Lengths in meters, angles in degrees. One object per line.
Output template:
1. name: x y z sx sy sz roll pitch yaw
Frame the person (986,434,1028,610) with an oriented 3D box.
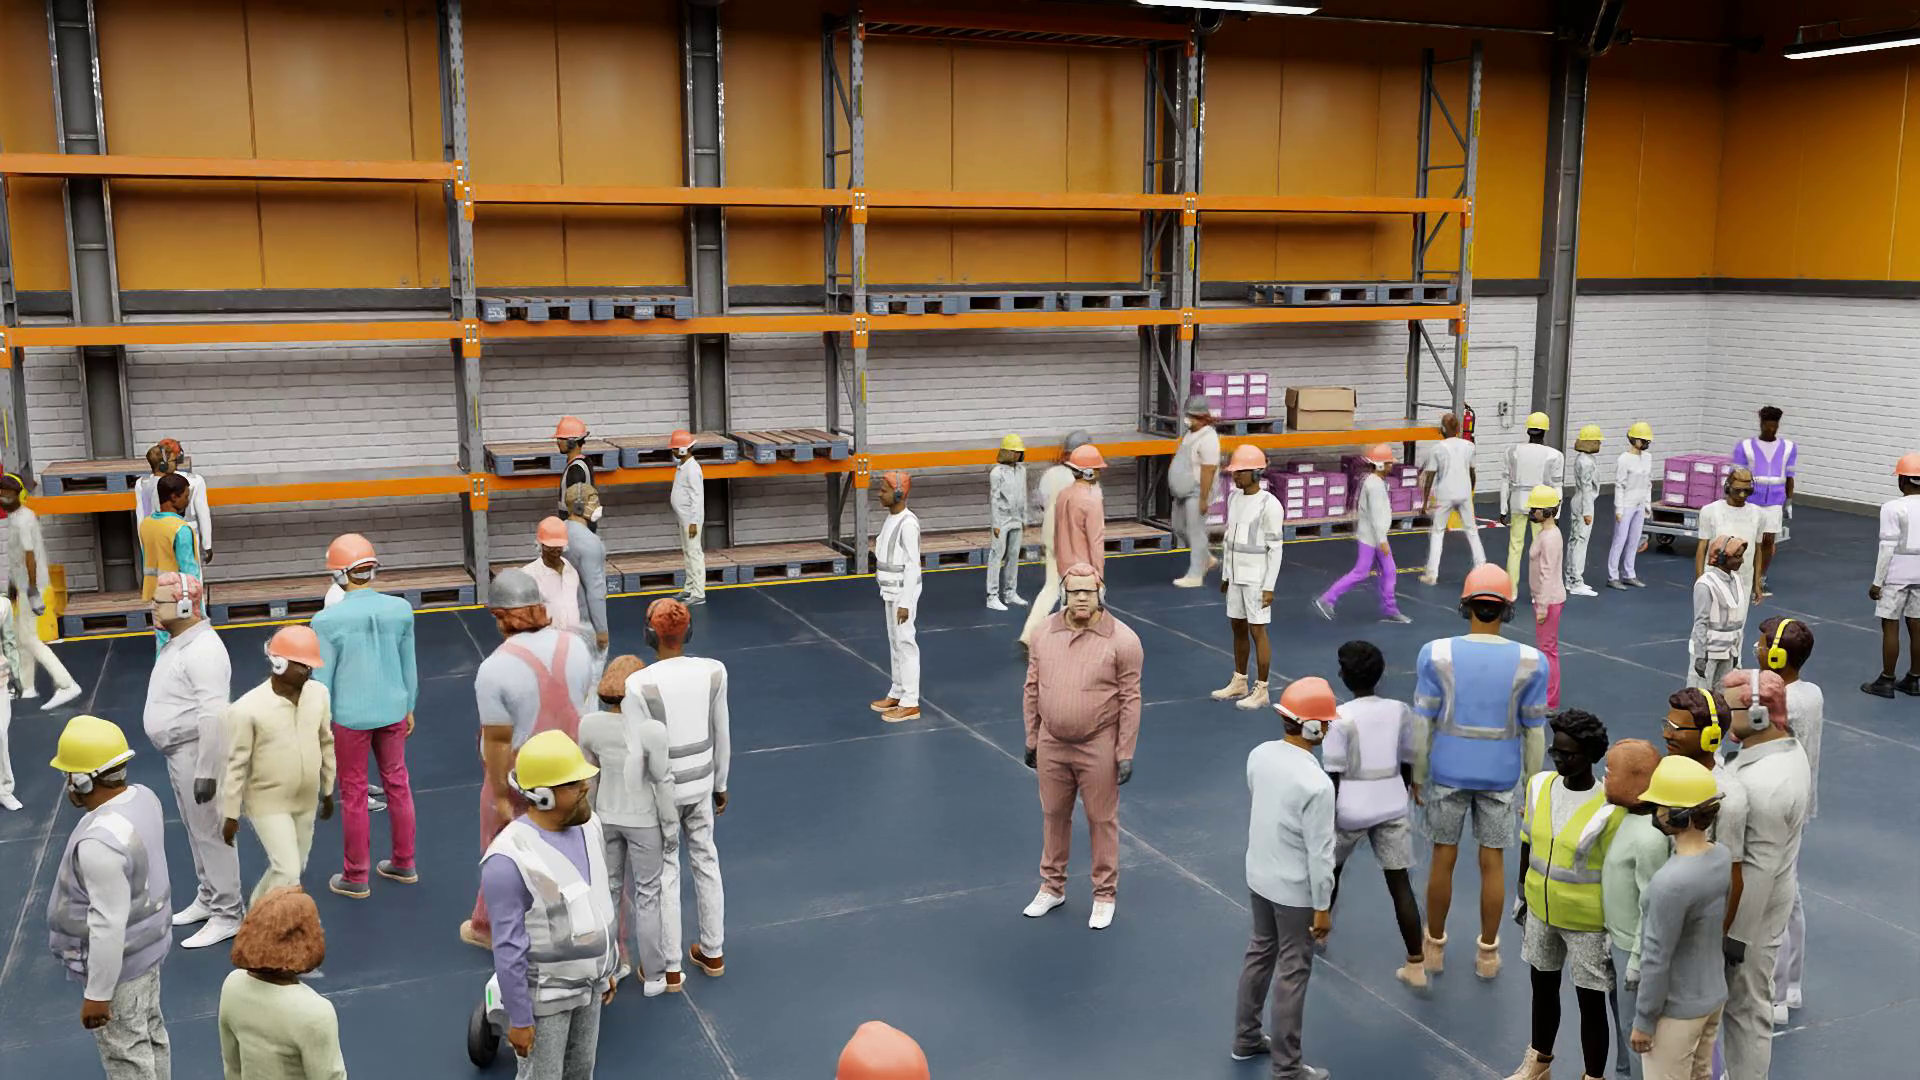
1. person: 0.492 -0.180 16.342 0.343 1.736 0.484 9 13 42

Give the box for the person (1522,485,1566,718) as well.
1. person: 4.401 0.460 12.588 0.349 1.758 0.521 3 10 16

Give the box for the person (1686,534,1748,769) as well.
1. person: 5.063 0.771 11.158 0.514 1.634 0.312 -7 12 -36

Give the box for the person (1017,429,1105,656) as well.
1. person: 0.925 0.014 14.332 0.976 2.000 0.682 -9 14 -43

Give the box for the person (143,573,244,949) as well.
1. person: -3.905 1.102 8.439 0.403 1.910 0.651 -7 12 -34

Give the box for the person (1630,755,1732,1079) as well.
1. person: 2.515 1.624 5.879 0.516 1.758 0.336 -9 14 -43

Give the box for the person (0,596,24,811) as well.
1. person: -6.103 0.912 10.316 0.310 1.638 0.523 9 13 43

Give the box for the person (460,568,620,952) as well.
1. person: -2.070 1.085 8.165 1.004 2.000 0.673 9 13 41

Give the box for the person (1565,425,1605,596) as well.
1. person: 6.420 -0.312 17.070 0.294 1.744 0.486 2 10 12

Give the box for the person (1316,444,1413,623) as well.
1. person: 3.837 -0.060 15.695 0.839 1.721 0.563 4 11 21

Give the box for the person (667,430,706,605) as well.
1. person: -2.726 -0.227 16.564 0.340 1.745 0.562 -4 11 -21

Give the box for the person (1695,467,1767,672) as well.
1. person: 6.030 0.338 13.047 0.505 1.840 0.344 1 10 7

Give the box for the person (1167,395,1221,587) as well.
1. person: 2.436 -0.516 17.389 0.536 2.000 0.702 -2 10 -9

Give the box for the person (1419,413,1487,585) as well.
1. person: 5.215 -0.400 17.383 0.761 1.817 0.535 0 10 0

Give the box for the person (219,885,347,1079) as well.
1. person: -2.007 1.832 5.032 0.500 1.633 0.280 6 11 29

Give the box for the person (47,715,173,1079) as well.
1. person: -3.137 1.537 6.162 0.404 1.831 0.588 -2 10 -14

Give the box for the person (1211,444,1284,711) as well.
1. person: 2.196 0.284 12.772 0.376 2.041 0.615 -5 11 -27

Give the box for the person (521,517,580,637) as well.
1. person: -2.719 0.702 11.200 0.335 1.746 0.573 7 12 36

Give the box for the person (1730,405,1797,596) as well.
1. person: 8.193 -0.407 17.019 0.626 1.954 0.492 2 10 12

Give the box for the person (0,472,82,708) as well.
1. person: -7.199 0.373 12.864 0.610 1.844 0.648 -5 11 -27

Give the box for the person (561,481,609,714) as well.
1. person: -2.604 0.559 11.496 0.373 1.938 0.629 -8 13 -39

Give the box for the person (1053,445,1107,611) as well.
1. person: 0.967 0.240 13.162 0.391 1.995 0.613 -5 11 -27

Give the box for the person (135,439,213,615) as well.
1. person: -6.867 0.051 14.572 0.584 1.882 0.337 -3 10 -19

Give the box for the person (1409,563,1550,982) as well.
1. person: 2.483 1.117 8.021 0.612 2.031 0.410 2 10 12

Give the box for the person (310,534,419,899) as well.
1. person: -3.255 0.952 9.092 0.407 1.987 0.615 8 13 40

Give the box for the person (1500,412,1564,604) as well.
1. person: 5.698 -0.316 16.606 0.588 1.920 0.399 5 11 25

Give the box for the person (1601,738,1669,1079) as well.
1. person: 2.618 1.573 6.525 0.273 1.631 0.507 2 10 11

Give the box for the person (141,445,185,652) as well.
1. person: -6.884 0.088 14.469 0.508 1.846 0.345 7 12 35

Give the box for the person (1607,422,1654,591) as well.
1. person: 6.987 -0.349 17.248 0.519 1.755 0.360 -6 12 -32

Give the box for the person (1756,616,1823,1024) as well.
1. person: 3.723 1.271 7.588 0.309 1.868 0.535 9 14 43

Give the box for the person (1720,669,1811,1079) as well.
1. person: 3.077 1.433 6.554 0.410 1.905 0.641 5 11 29

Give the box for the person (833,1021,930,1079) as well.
1. person: -0.162 1.968 3.898 0.567 1.750 0.342 -7 12 -36

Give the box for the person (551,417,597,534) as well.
1. person: -3.440 -0.083 14.885 0.374 2.044 0.605 -1 10 -8

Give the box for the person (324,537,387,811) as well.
1. person: -3.813 0.826 10.486 0.320 1.750 0.561 -3 10 -15

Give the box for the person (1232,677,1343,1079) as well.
1. person: 1.416 1.430 7.045 0.373 1.740 0.564 -4 11 -21

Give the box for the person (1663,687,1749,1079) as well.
1. person: 2.786 1.475 6.404 0.328 1.873 0.520 -1 10 -6

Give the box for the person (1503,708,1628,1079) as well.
1. person: 2.458 1.508 6.715 0.316 1.695 0.542 -6 11 -31

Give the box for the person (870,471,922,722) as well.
1. person: -0.467 0.416 12.474 0.355 1.883 0.574 -3 10 -16

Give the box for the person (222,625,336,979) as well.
1. person: -3.386 1.251 8.204 0.759 1.719 0.601 6 12 31

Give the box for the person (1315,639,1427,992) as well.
1. person: 1.962 1.298 8.057 0.559 1.639 0.909 -3 10 -19

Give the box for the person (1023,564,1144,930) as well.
1. person: 0.611 1.062 8.668 0.649 1.912 0.409 5 11 26

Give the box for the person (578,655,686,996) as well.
1. person: -1.555 1.342 7.853 0.497 1.633 0.287 4 11 21

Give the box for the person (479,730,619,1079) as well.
1. person: -1.422 1.573 5.935 0.404 1.837 0.590 4 10 19

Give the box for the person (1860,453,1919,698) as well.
1. person: 7.417 0.281 13.089 0.552 1.937 0.356 -2 10 -12

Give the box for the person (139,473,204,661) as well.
1. person: -5.700 0.469 12.080 0.587 1.914 0.392 7 12 34

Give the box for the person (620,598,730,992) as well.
1. person: -1.354 1.204 7.925 0.584 1.882 0.337 -9 13 -41
